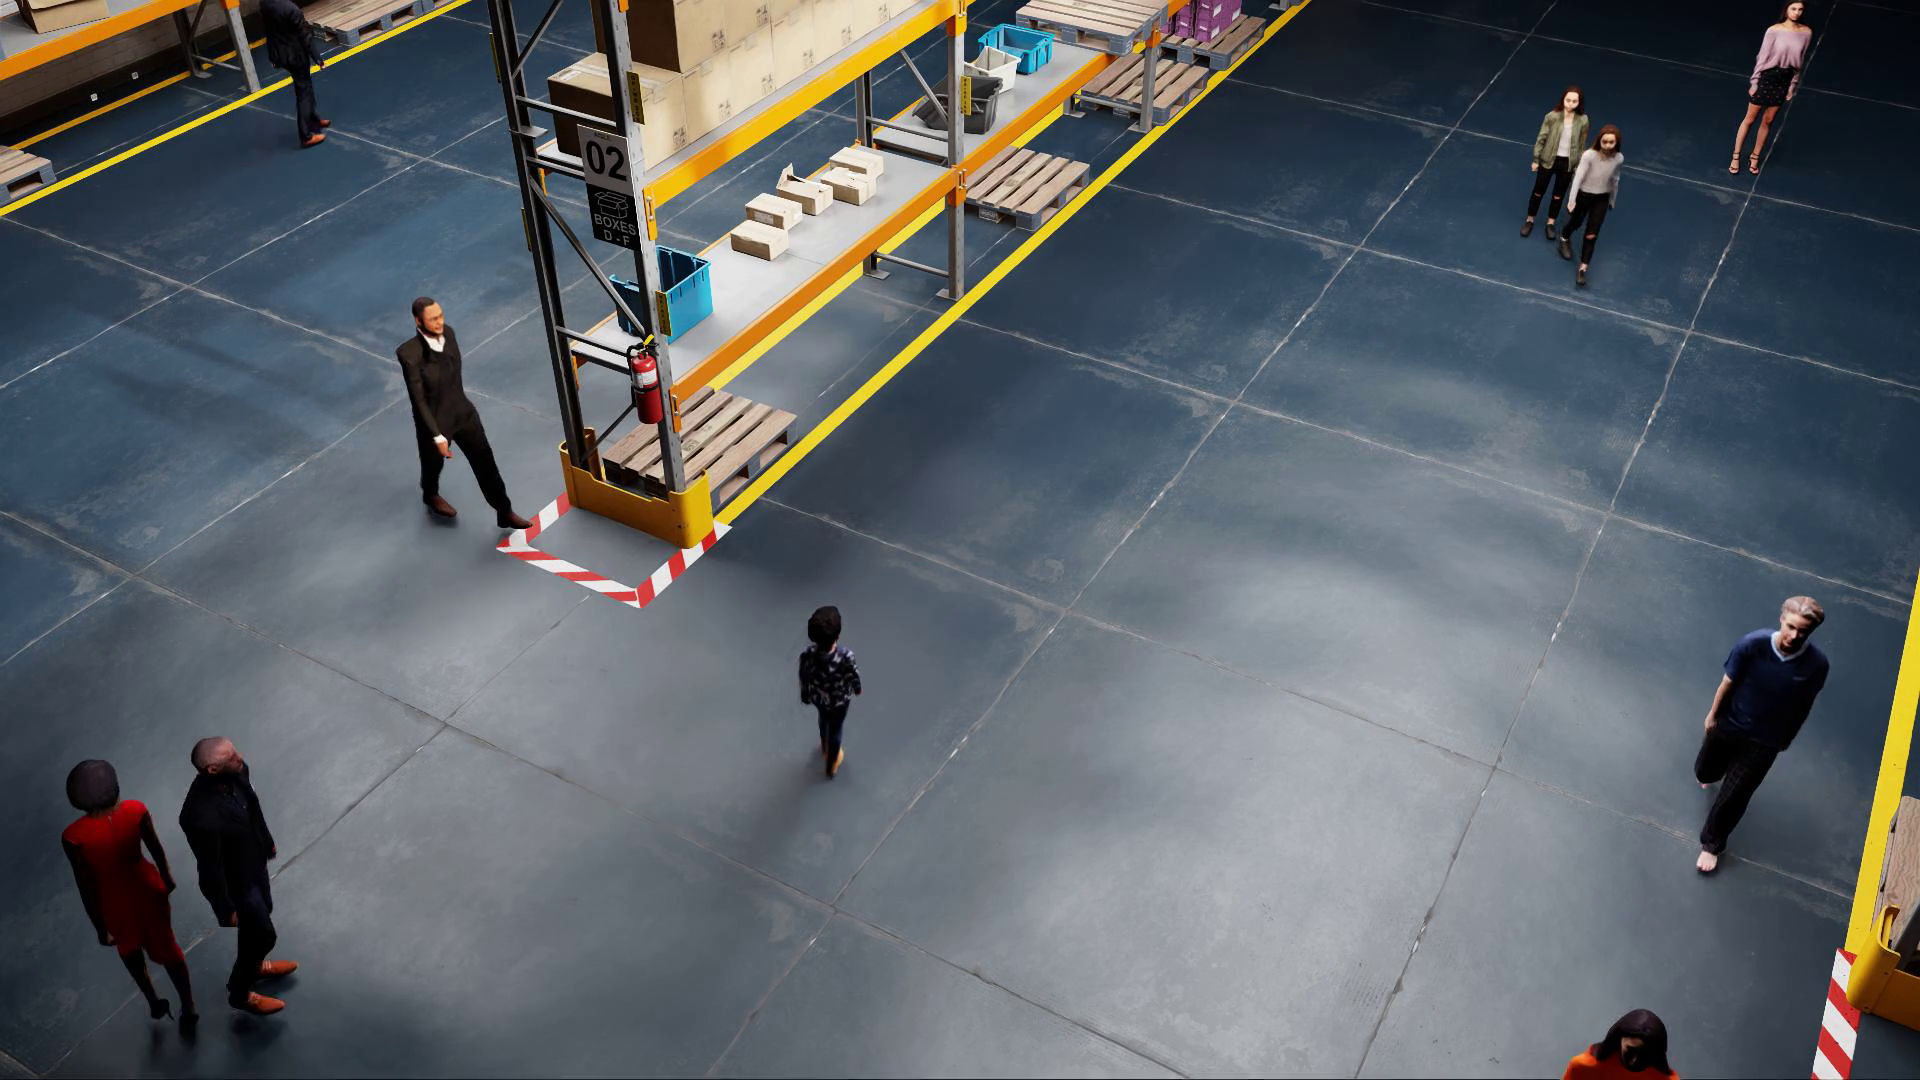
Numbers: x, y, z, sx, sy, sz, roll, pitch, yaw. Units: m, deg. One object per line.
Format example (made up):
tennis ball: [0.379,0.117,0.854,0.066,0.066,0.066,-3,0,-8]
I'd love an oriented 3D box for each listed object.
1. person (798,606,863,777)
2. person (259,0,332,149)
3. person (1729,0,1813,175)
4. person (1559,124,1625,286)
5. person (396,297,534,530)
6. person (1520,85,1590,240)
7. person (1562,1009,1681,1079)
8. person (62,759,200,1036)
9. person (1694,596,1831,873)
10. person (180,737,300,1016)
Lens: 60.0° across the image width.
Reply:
person: [-0.799,0.939,10.026,0.587,1.238,0.657,8,39,10]
person: [-6.804,-4.836,16.824,0.681,1.780,0.760,20,43,24]
person: [7.957,-4.458,16.324,0.690,1.812,0.671,3,39,4]
person: [5.633,-3.085,14.893,0.843,1.453,1.086,2,39,3]
person: [-3.739,-0.884,11.808,0.803,1.863,1.178,24,44,27]
person: [5.529,-3.499,15.393,0.635,1.475,0.579,9,40,11]
person: [2.899,2.636,7.533,0.699,1.699,1.113,16,41,19]
person: [-4.176,1.895,8.453,0.797,1.707,0.765,30,47,32]
person: [4.487,1.011,9.443,0.648,1.854,0.948,19,42,22]
person: [-3.784,1.743,8.581,0.905,1.784,0.805,3,39,4]
